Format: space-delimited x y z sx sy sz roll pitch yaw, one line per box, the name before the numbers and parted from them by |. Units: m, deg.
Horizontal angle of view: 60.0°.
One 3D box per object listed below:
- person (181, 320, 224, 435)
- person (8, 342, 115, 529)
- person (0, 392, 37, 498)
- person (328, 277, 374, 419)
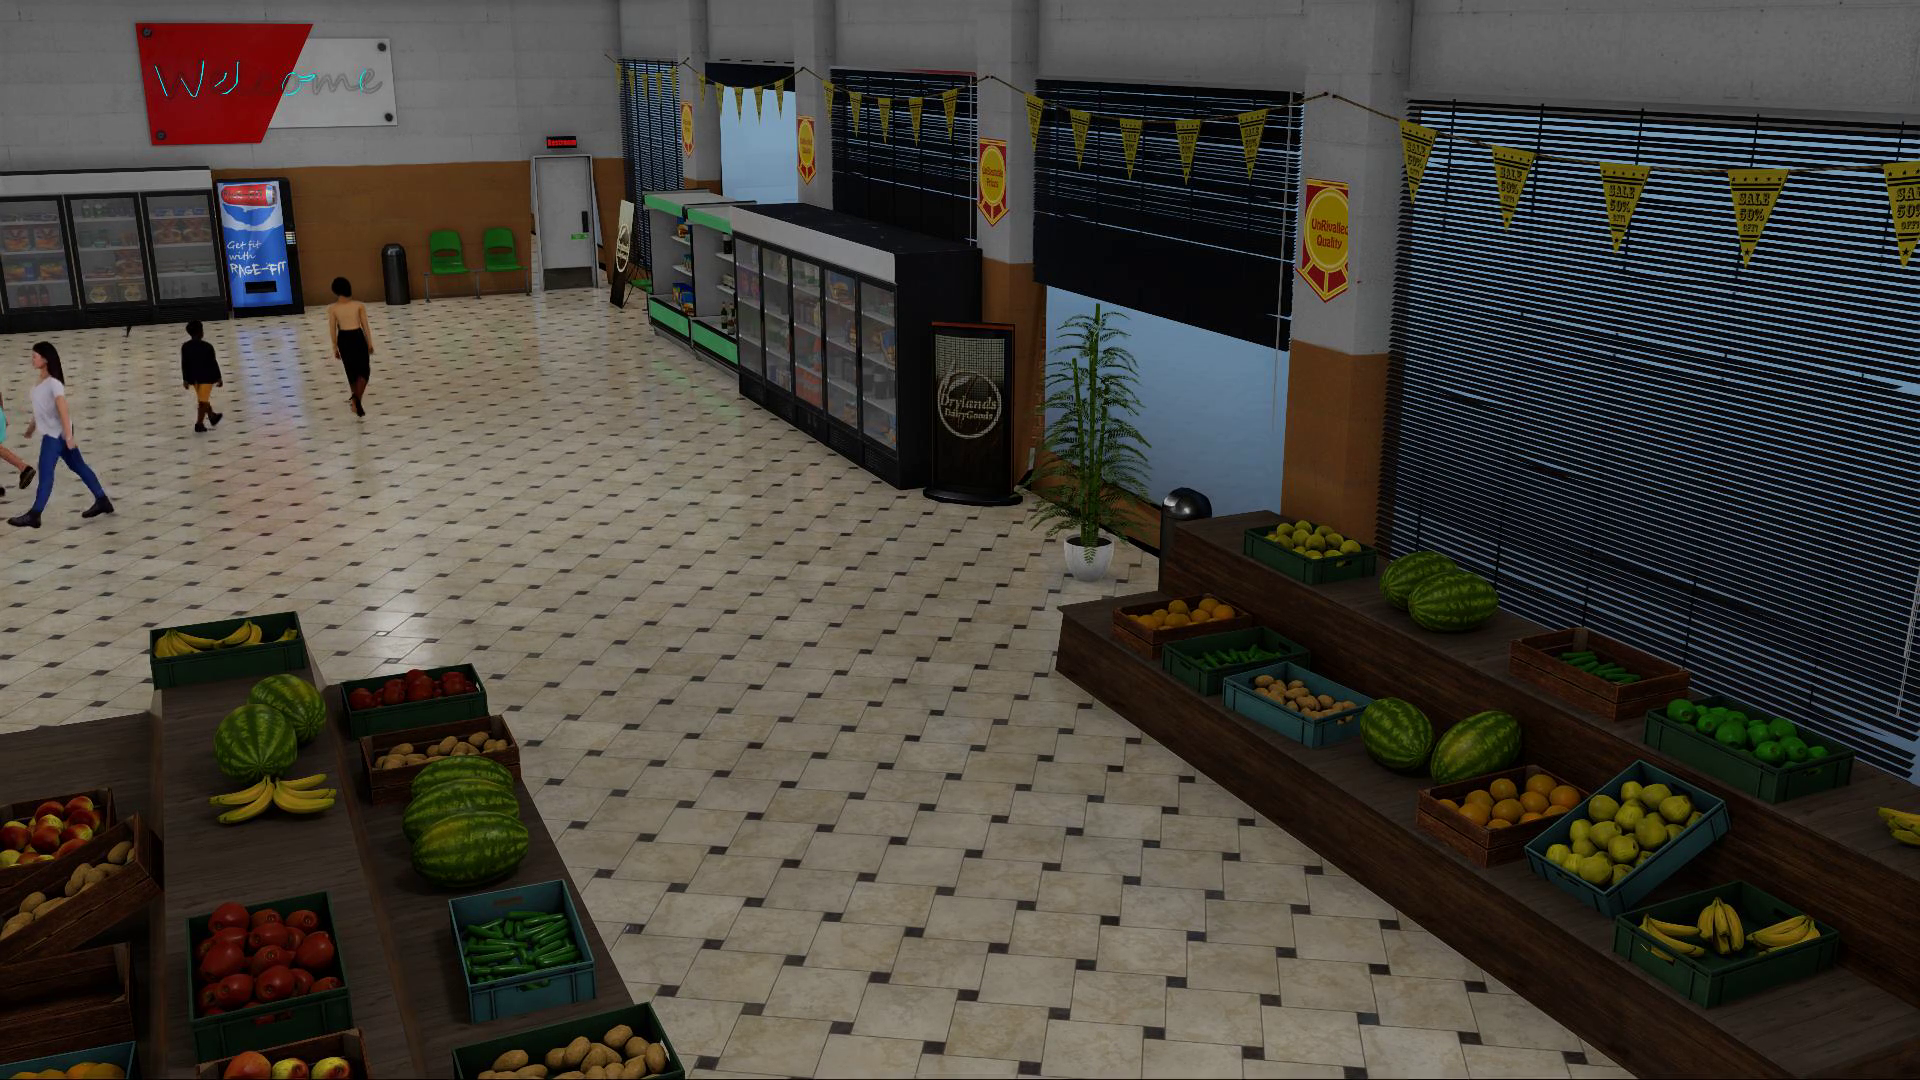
person | -8.416 -1.779 18.392 0.781 1.240 0.952 1 17 4
person | -7.973 -0.923 14.885 0.810 1.638 1.075 -12 21 -34
person | -9.172 -1.149 15.786 0.834 1.548 0.834 2 17 8
person | -6.912 -2.141 18.907 0.706 1.633 0.935 -3 17 -11
